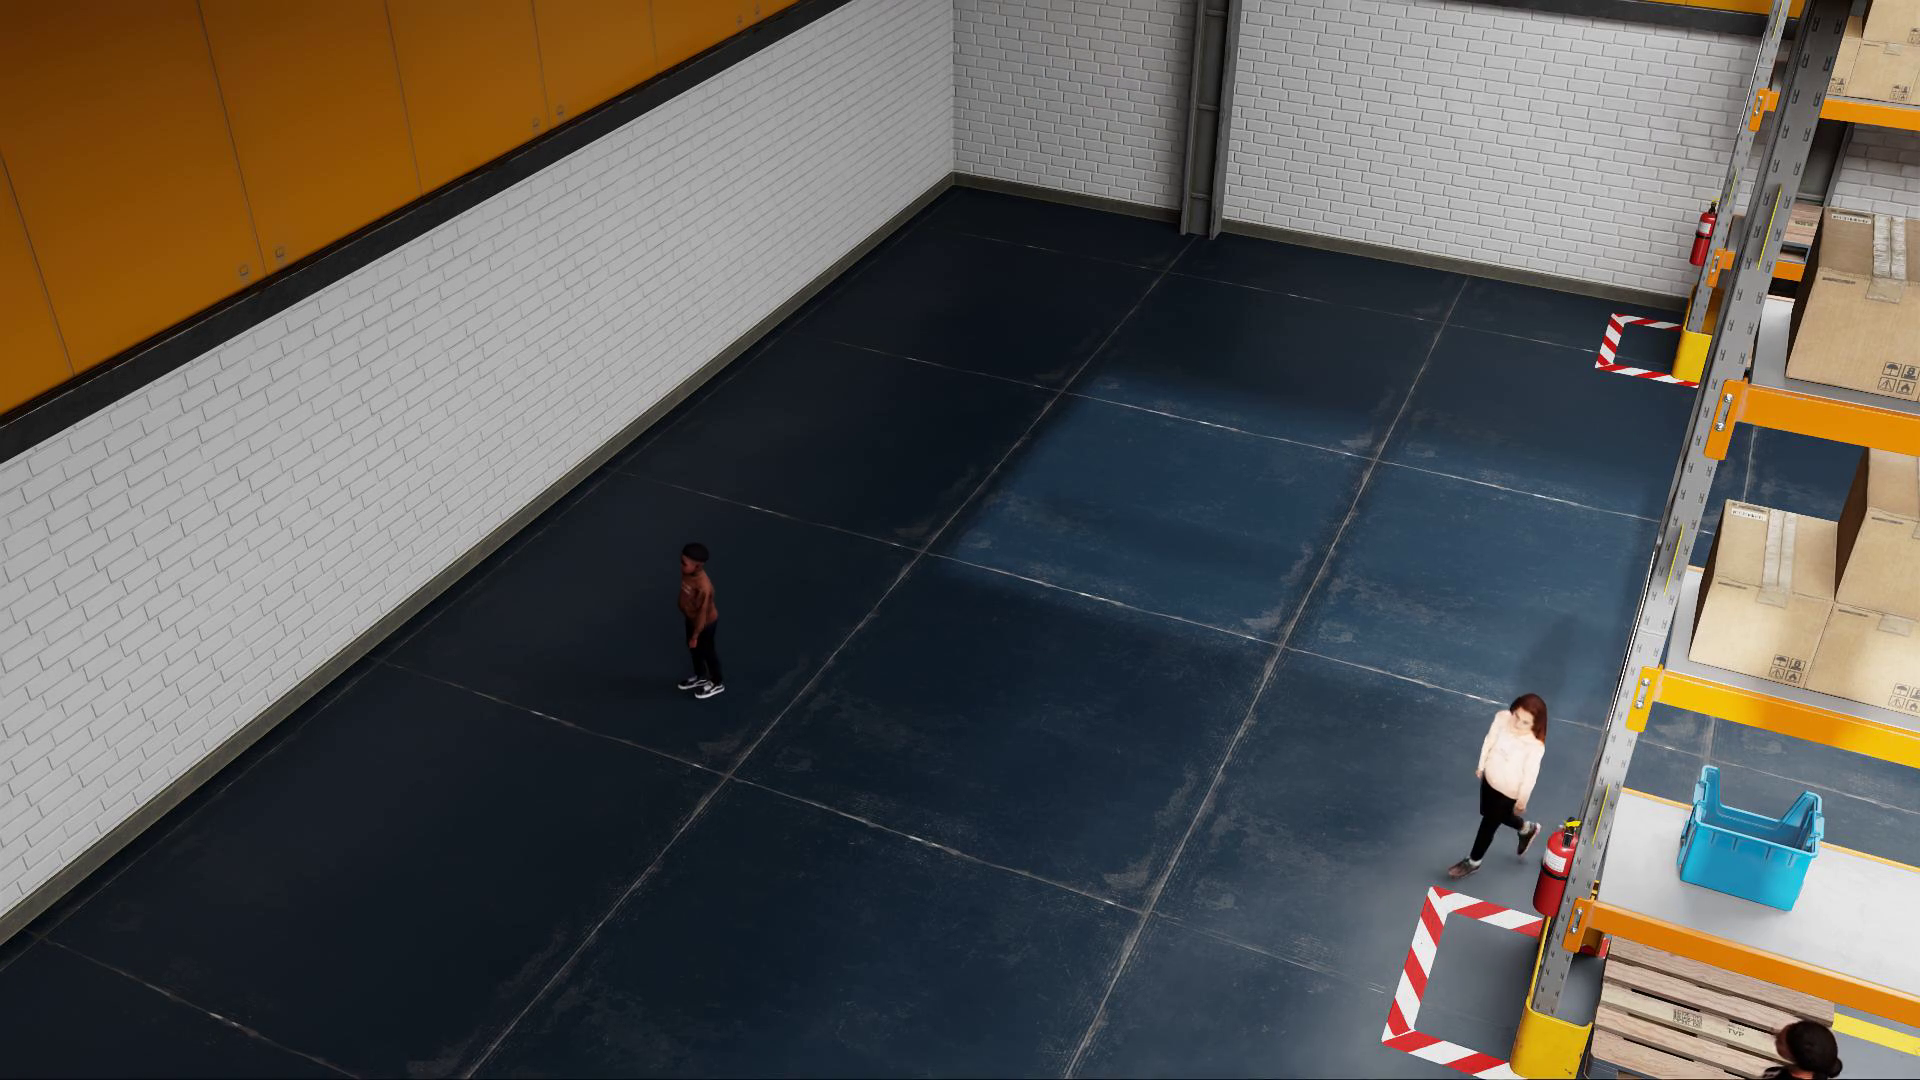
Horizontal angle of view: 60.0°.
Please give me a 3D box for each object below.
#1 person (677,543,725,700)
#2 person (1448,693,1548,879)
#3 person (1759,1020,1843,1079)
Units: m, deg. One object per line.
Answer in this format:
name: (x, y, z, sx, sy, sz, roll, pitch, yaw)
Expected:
person: (-1.792, 0.561, 11.689, 0.686, 1.250, 0.610, -17, 37, -24)
person: (3.366, 1.471, 10.131, 0.949, 1.458, 0.891, -11, 35, -16)
person: (3.816, 2.856, 7.850, 0.663, 1.677, 0.655, -28, 43, -35)
